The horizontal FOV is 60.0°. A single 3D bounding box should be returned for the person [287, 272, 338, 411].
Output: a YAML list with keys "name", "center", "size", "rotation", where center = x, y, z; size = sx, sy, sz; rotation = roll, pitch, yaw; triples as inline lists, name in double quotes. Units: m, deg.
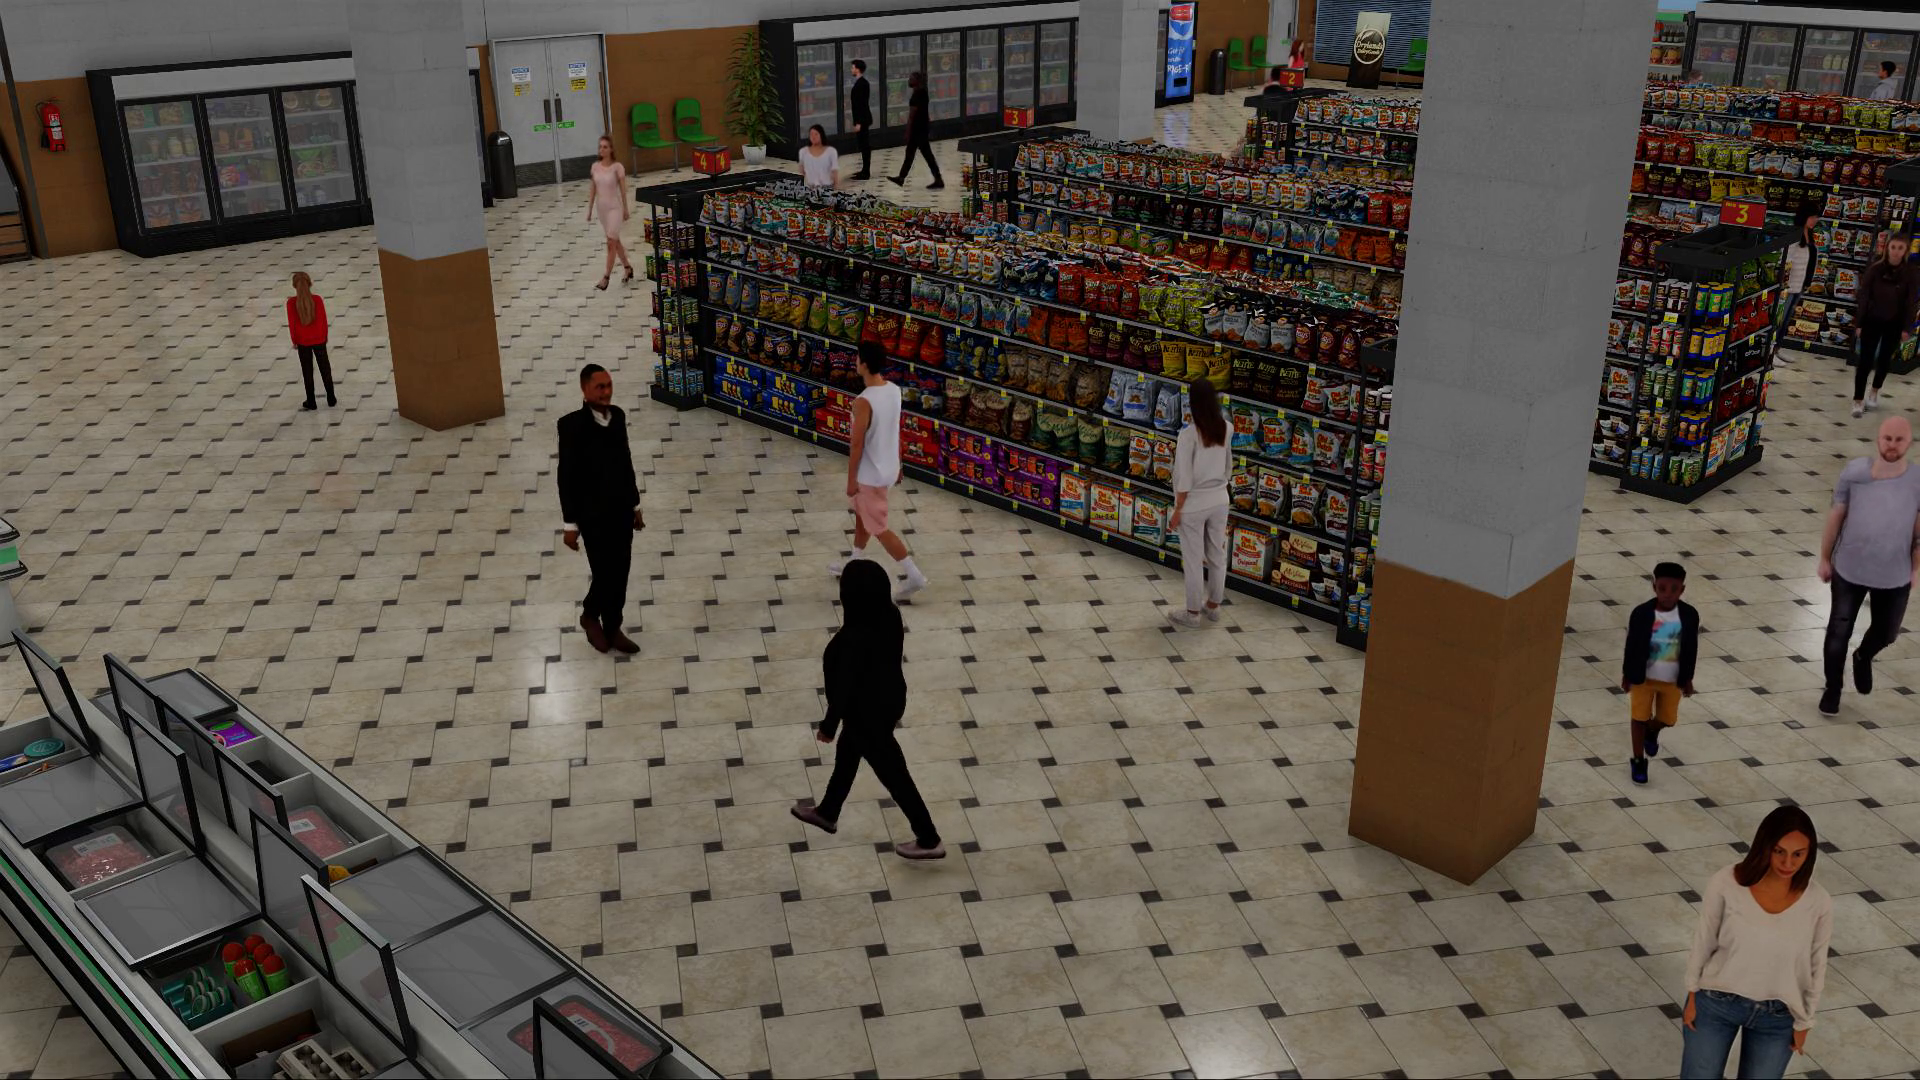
- name: "person"
  center: [-6.019, -1.855, 15.417]
  size: [0.530, 1.281, 0.548]
  rotation: [-14, 26, -31]

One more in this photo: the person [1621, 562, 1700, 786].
- name: "person"
  center: [3.817, 0.693, 9.099]
  size: [0.736, 1.263, 0.765]
  rotation: [5, 22, 12]

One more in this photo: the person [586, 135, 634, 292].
- name: "person"
  center: [-4.113, -3.873, 19.774]
  size: [1.137, 1.777, 0.948]
  rotation: [8, 23, 20]

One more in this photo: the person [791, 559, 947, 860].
- name: "person"
  center: [-0.361, 0.886, 8.203]
  size: [1.200, 1.574, 0.987]
  rotation: [6, 23, 15]

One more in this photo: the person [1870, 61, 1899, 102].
- name: "person"
  center: [14.574, -6.615, 26.392]
  size: [0.646, 1.930, 0.711]
  rotation: [15, 26, 33]

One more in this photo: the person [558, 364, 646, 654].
- name: "person"
  center: [-2.309, -0.196, 10.457]
  size: [0.728, 1.901, 0.763]
  rotation: [16, 27, 34]

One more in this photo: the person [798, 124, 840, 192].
- name: "person"
  center: [-1.810, -4.584, 21.736]
  size: [1.185, 1.632, 1.106]
  rotation: [6, 23, 14]

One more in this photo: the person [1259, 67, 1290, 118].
- name: "person"
  center: [4.799, -6.262, 25.572]
  size: [1.263, 1.887, 1.075]
  rotation: [9, 24, 22]

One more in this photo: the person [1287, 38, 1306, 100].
- name: "person"
  center: [6.164, -8.411, 31.023]
  size: [0.913, 1.810, 0.598]
  rotation: [19, 29, 39]

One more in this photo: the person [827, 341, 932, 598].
- name: "person"
  center: [-0.516, -0.436, 11.253]
  size: [1.183, 1.753, 0.851]
  rotation: [12, 25, 27]

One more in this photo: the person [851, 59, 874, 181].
- name: "person"
  center: [-1.581, -6.811, 26.929]
  size: [0.830, 1.893, 0.791]
  rotation: [2, 22, 5]

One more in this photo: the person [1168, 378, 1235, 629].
- name: "person"
  center: [1.589, -0.243, 10.860]
  size: [0.640, 1.688, 0.607]
  rotation: [-14, 26, -30]

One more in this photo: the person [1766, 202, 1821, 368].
- name: "person"
  center: [8.369, -2.583, 16.754]
  size: [0.610, 1.635, 0.542]
  rotation: [-19, 29, -39]

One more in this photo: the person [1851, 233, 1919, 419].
- name: "person"
  center: [8.418, -1.935, 15.127]
  size: [1.133, 1.646, 0.879]
  rotation: [12, 25, 28]

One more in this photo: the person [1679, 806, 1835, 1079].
- name: "person"
  center: [2.861, 1.691, 6.060]
  size: [0.612, 1.677, 0.742]
  rotation: [9, 24, 21]

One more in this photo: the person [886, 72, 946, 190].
- name: "person"
  center: [-0.540, -6.327, 25.889]
  size: [1.281, 1.770, 1.135]
  rotation: [3, 22, 8]

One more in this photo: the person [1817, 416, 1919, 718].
- name: "person"
  center: [5.324, 0.141, 9.724]
  size: [0.824, 1.822, 0.877]
  rotation: [10, 24, 23]
